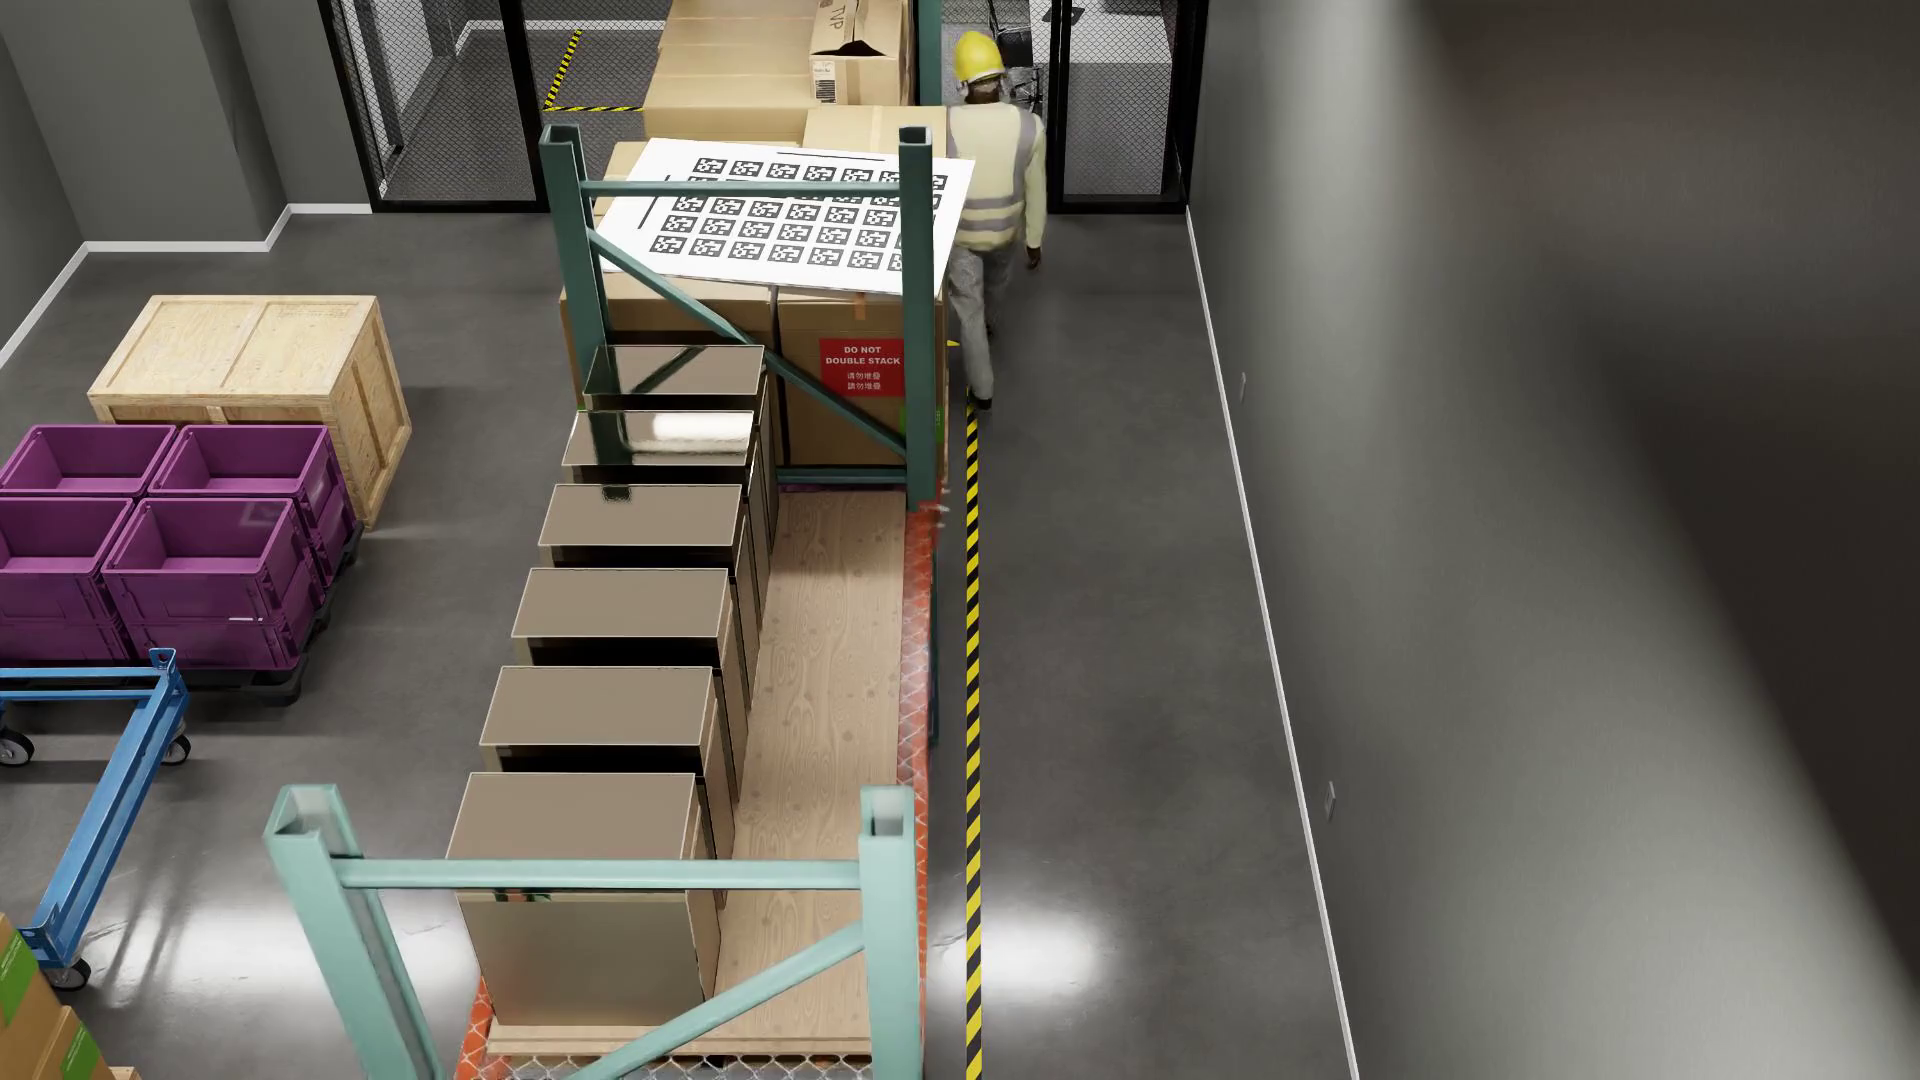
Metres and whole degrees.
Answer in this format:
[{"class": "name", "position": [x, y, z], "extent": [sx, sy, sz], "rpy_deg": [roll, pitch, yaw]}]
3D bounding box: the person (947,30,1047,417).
[{"class": "person", "position": [0.069, -1.526, 7.747], "extent": [0.584, 1.769, 0.956], "rpy_deg": [-8, 42, -10]}]
